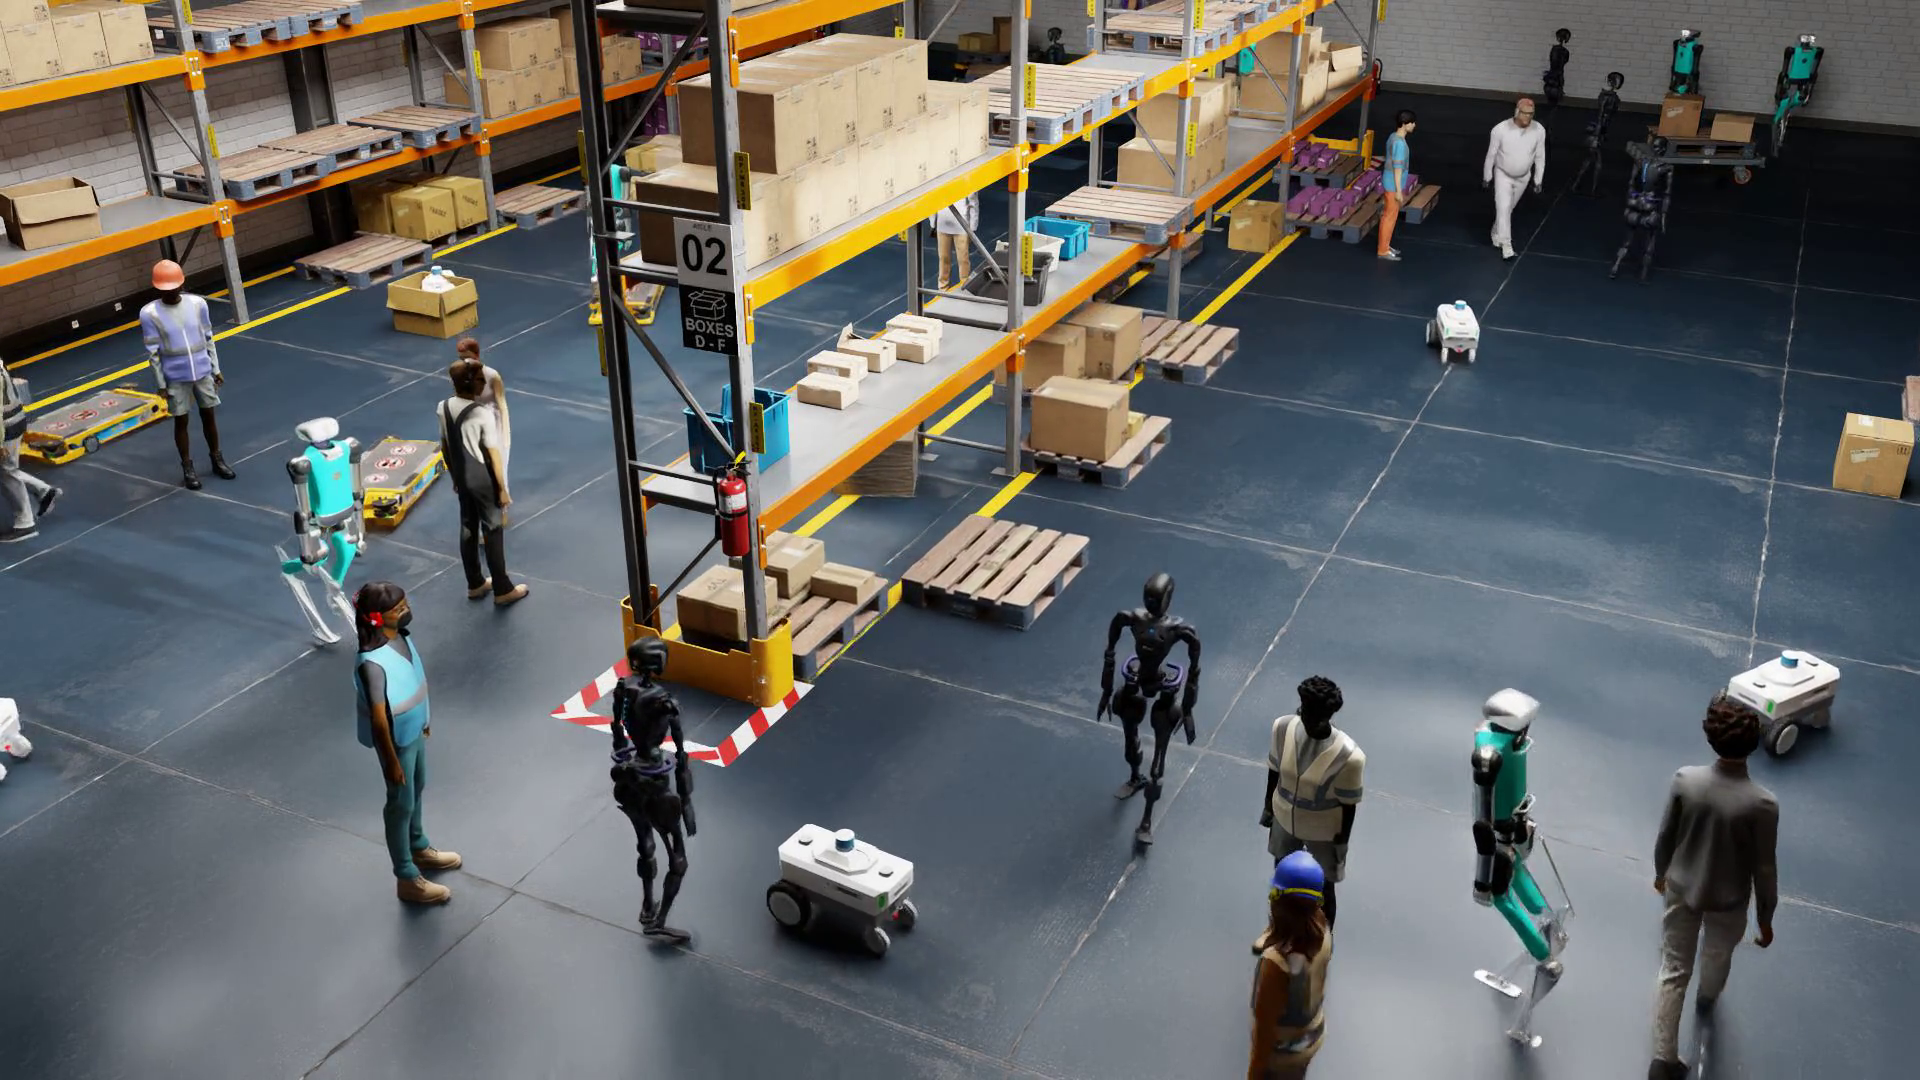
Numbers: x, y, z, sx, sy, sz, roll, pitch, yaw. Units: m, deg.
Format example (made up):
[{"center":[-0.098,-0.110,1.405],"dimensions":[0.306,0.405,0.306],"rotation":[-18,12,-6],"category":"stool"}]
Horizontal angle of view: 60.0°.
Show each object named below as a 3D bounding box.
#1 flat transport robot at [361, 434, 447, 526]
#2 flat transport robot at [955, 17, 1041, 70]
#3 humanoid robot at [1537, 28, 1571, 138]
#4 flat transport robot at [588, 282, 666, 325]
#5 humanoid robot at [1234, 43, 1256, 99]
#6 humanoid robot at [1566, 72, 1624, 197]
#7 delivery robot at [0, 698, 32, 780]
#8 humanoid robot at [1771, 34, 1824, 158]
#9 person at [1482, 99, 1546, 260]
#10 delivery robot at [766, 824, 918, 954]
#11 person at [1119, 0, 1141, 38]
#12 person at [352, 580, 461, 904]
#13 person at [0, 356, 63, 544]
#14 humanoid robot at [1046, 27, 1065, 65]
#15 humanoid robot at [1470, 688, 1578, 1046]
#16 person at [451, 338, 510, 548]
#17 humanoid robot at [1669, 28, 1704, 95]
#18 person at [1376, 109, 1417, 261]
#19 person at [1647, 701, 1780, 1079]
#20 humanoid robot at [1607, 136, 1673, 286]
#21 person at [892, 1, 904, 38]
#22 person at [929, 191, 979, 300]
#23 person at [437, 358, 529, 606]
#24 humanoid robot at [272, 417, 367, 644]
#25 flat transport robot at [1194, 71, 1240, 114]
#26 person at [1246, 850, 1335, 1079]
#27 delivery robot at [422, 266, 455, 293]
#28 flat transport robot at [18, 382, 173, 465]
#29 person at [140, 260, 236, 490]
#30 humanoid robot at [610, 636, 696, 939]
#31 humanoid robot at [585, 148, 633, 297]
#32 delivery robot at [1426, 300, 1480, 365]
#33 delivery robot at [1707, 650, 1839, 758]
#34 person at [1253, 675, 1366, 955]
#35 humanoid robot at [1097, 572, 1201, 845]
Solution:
[{"center":[-4.737,-0.503,13.794],"dimensions":[0.659,0.231,1.431],"rotation":[2,26,5],"category":"flat transport robot"},{"center":[0.662,-8.598,30.146],"dimensions":[1.431,0.231,0.659],"rotation":[21,33,36],"category":"flat transport robot"},{"center":[8.907,-6.891,25.128],"dimensions":[0.541,1.643,0.600],"rotation":[1,26,2],"category":"humanoid robot"},{"center":[-3.614,-2.647,18.125],"dimensions":[0.659,0.231,1.431],"rotation":[-1,26,-2],"category":"flat transport robot"},{"center":[4.415,-6.675,24.646],"dimensions":[0.811,1.793,0.555],"rotation":[-20,33,-34],"category":"humanoid robot"},{"center":[8.459,-5.384,22.077],"dimensions":[0.553,1.639,0.599],"rotation":[16,30,29],"category":"humanoid robot"},{"center":[-6.141,1.163,10.124],"dimensions":[0.805,0.609,0.499],"rotation":[2,26,5],"category":"delivery robot"},{"center":[12.114,-6.515,24.292],"dimensions":[0.538,1.778,0.873],"rotation":[2,26,5],"category":"humanoid robot"},{"center":[6.556,-4.290,19.661],"dimensions":[0.655,1.843,1.042],"rotation":[-2,26,-3],"category":"person"},{"center":[-0.606,1.797,8.811],"dimensions":[0.774,0.581,0.499],"rotation":[15,30,28],"category":"delivery robot"},{"center":[2.949,-9.007,29.121],"dimensions":[0.489,1.912,0.551],"rotation":[-10,28,-19],"category":"person"},{"center":[-2.977,1.056,8.846],"dimensions":[0.390,1.865,0.520],"rotation":[0,26,0],"category":"person"},{"center":[-7.367,-0.862,12.786],"dimensions":[0.467,1.811,0.607],"rotation":[-18,32,-32],"category":"person"},{"center":[1.537,-6.926,25.183],"dimensions":[0.571,1.640,0.601],"rotation":[7,27,14],"category":"humanoid robot"},{"center":[2.763,1.596,7.928],"dimensions":[0.799,1.795,0.530],"rotation":[17,31,30],"category":"humanoid robot"},{"center":[-3.654,-0.742,12.747],"dimensions":[0.427,1.614,0.858],"rotation":[-5,27,-11],"category":"person"},{"center":[10.815,-6.592,24.555],"dimensions":[0.746,1.884,0.539],"rotation":[-9,28,-18],"category":"humanoid robot"},{"center":[5.111,-4.161,19.507],"dimensions":[0.335,1.759,0.495],"rotation":[3,27,6],"category":"person"},{"center":[3.517,1.612,7.754],"dimensions":[0.600,1.833,1.003],"rotation":[18,31,31],"category":"person"},{"center":[7.665,-3.696,18.658],"dimensions":[0.396,1.637,0.585],"rotation":[-16,31,-29],"category":"humanoid robot"},{"center":[-1.034,-9.559,30.325],"dimensions":[0.367,1.835,0.503],"rotation":[23,35,39],"category":"person"},{"center":[-0.081,-3.392,17.957],"dimensions":[0.574,1.747,0.336],"rotation":[11,28,21],"category":"person"},{"center":[-3.427,-0.408,11.831],"dimensions":[0.505,1.841,0.342],"rotation":[14,30,26],"category":"person"},{"center":[-4.302,-0.008,11.154],"dimensions":[0.884,1.779,0.541],"rotation":[15,30,28],"category":"humanoid robot"},{"center":[3.896,-6.159,25.219],"dimensions":[1.431,0.231,0.659],"rotation":[7,27,13],"category":"flat transport robot"},{"center":[1.310,2.125,6.837],"dimensions":[0.373,1.729,0.674],"rotation":[17,31,31],"category":"person"},{"center":[-5.556,-2.635,17.765],"dimensions":[0.499,0.582,0.773],"rotation":[-8,27,-16],"category":"delivery robot"},{"center":[-7.759,-1.048,14.894],"dimensions":[0.659,0.231,1.431],"rotation":[10,28,20],"category":"flat transport robot"},{"center":[-6.338,-1.369,13.669],"dimensions":[0.547,1.932,0.372],"rotation":[-23,35,-39],"category":"person"},{"center":[-1.622,1.287,8.602],"dimensions":[0.618,1.645,0.459],"rotation":[21,33,36],"category":"humanoid robot"},{"center":[-3.771,-3.197,17.568],"dimensions":[0.539,1.767,0.729],"rotation":[6,27,13],"category":"humanoid robot"},{"center":[4.994,-2.119,16.725],"dimensions":[0.499,0.585,0.765],"rotation":[4,27,7],"category":"delivery robot"},{"center":[5.153,0.992,10.474],"dimensions":[0.815,0.614,0.499],"rotation":[-14,30,-27],"category":"delivery robot"},{"center":[1.741,1.411,8.322],"dimensions":[0.533,1.692,0.320],"rotation":[23,34,38],"category":"person"},{"center":[1.050,0.903,9.397],"dimensions":[0.593,1.625,0.728],"rotation":[9,28,17],"category":"humanoid robot"}]
